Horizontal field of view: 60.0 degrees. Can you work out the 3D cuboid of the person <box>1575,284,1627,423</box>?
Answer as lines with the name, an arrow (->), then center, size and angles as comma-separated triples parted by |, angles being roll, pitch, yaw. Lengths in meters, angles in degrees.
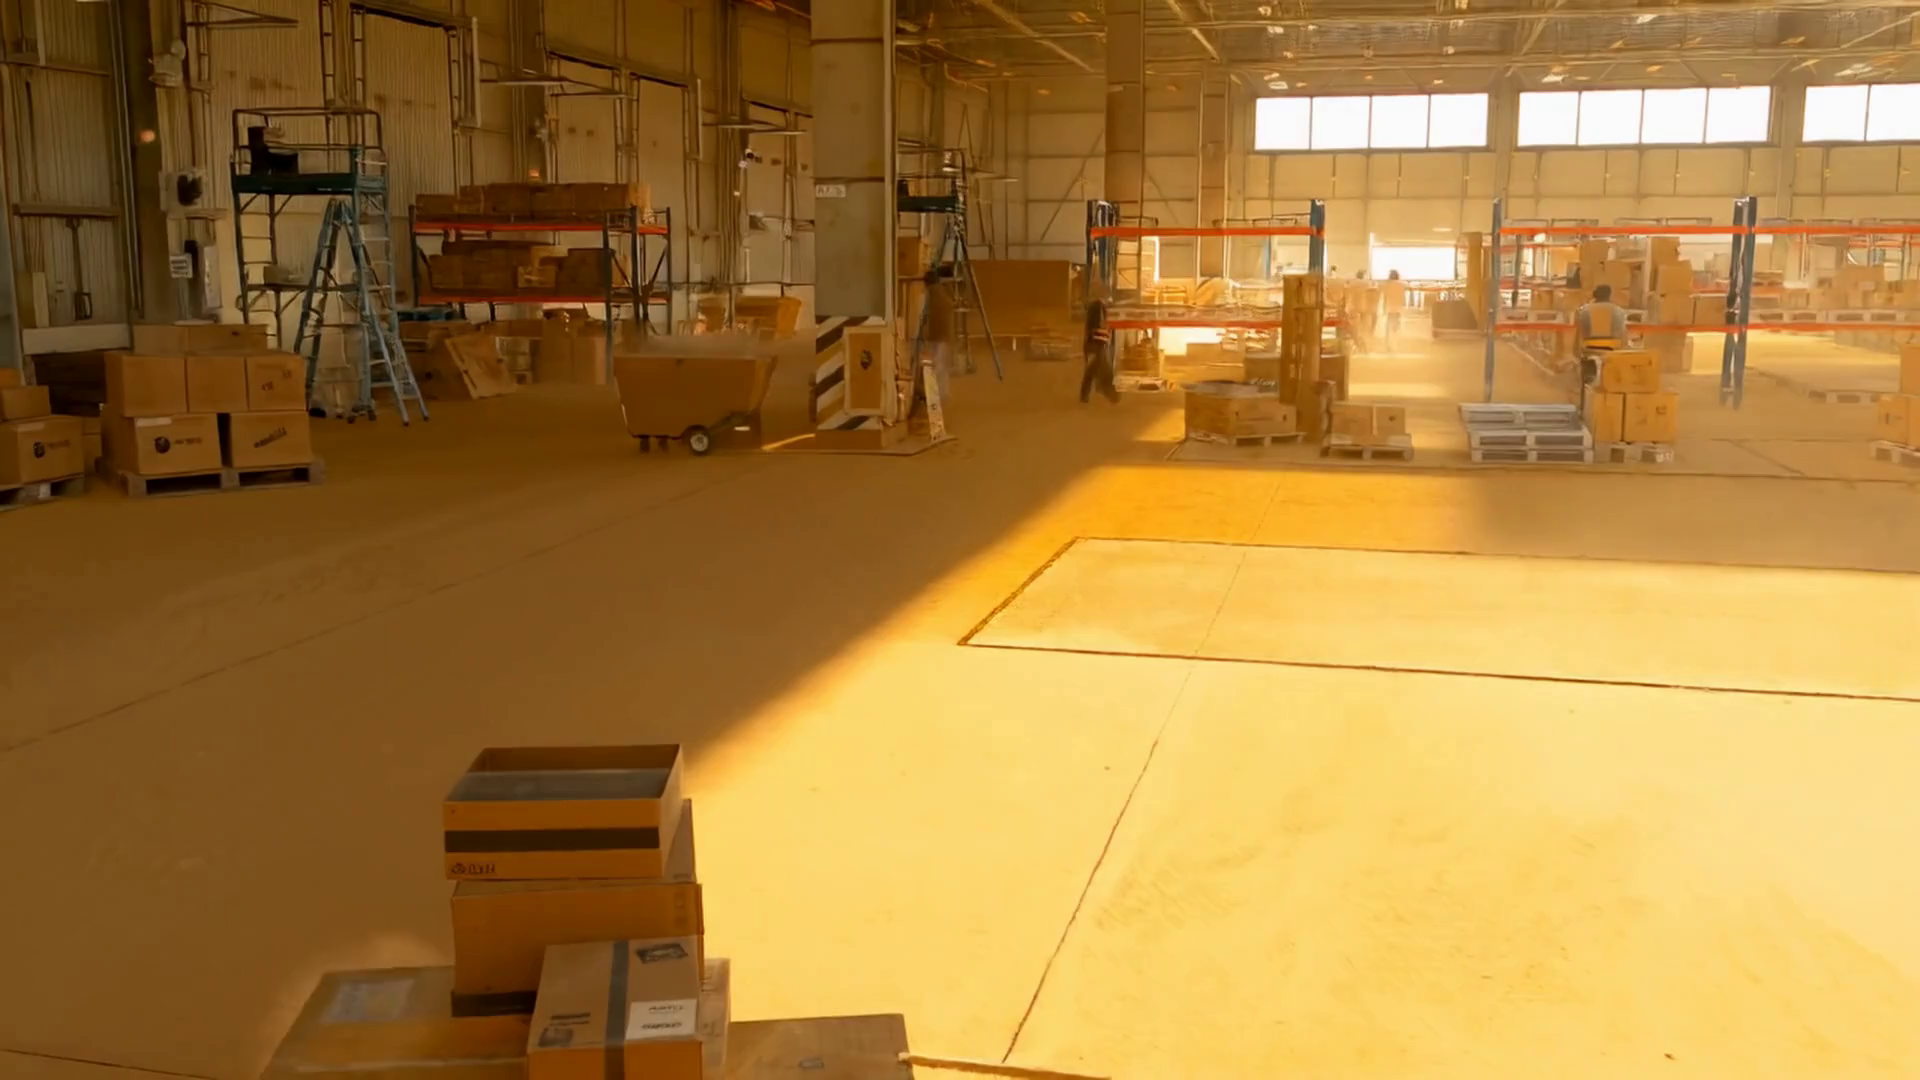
person -> 8.212, -2.359, 21.341 | 0.628, 1.846, 0.429 | 4, 10, 20

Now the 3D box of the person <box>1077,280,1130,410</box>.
person -> 2.082, -2.776, 23.781 | 0.880, 1.847, 0.583 | 1, 10, 9

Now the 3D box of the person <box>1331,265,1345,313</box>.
person -> 13.152, -8.610, 57.932 | 0.659, 1.922, 0.552 | 5, 11, 28

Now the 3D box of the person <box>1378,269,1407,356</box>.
person -> 9.596, -5.043, 36.933 | 0.641, 1.920, 0.453 | 5, 11, 26

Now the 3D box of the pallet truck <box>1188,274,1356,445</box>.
pallet truck -> 3.653, -2.138, 19.590 | 1.885, 1.965, 0.823 | -4, 10, -20

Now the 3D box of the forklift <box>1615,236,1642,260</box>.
forklift -> 20.459, -7.936, 51.133 | 1.129, 2.768, 1.873 | -7, 12, -34

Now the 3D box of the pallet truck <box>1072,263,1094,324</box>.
pallet truck -> 4.325, -8.180, 55.162 | 0.823, 1.965, 1.885 | 6, 11, 31

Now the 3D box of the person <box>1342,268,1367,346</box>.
person -> 9.593, -5.624, 40.353 | 0.658, 1.917, 0.562 | -4, 10, -23

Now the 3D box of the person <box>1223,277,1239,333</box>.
person -> 7.477, -6.398, 45.754 | 0.519, 1.633, 0.311 | 6, 12, 33

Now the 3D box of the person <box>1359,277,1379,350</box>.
person -> 9.712, -5.384, 39.542 | 0.492, 1.716, 0.805 | 0, 10, -3

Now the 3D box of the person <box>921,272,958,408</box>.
person -> -0.305, -2.876, 23.999 | 0.512, 1.971, 0.610 | -4, 11, -24

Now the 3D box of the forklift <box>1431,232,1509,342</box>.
forklift -> 13.185, -6.527, 42.836 | 1.873, 2.768, 1.129 | 2, 10, 14

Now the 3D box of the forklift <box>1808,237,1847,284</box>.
forklift -> 27.435, -8.206, 52.718 | 1.129, 2.768, 1.873 | 2, 10, 14
